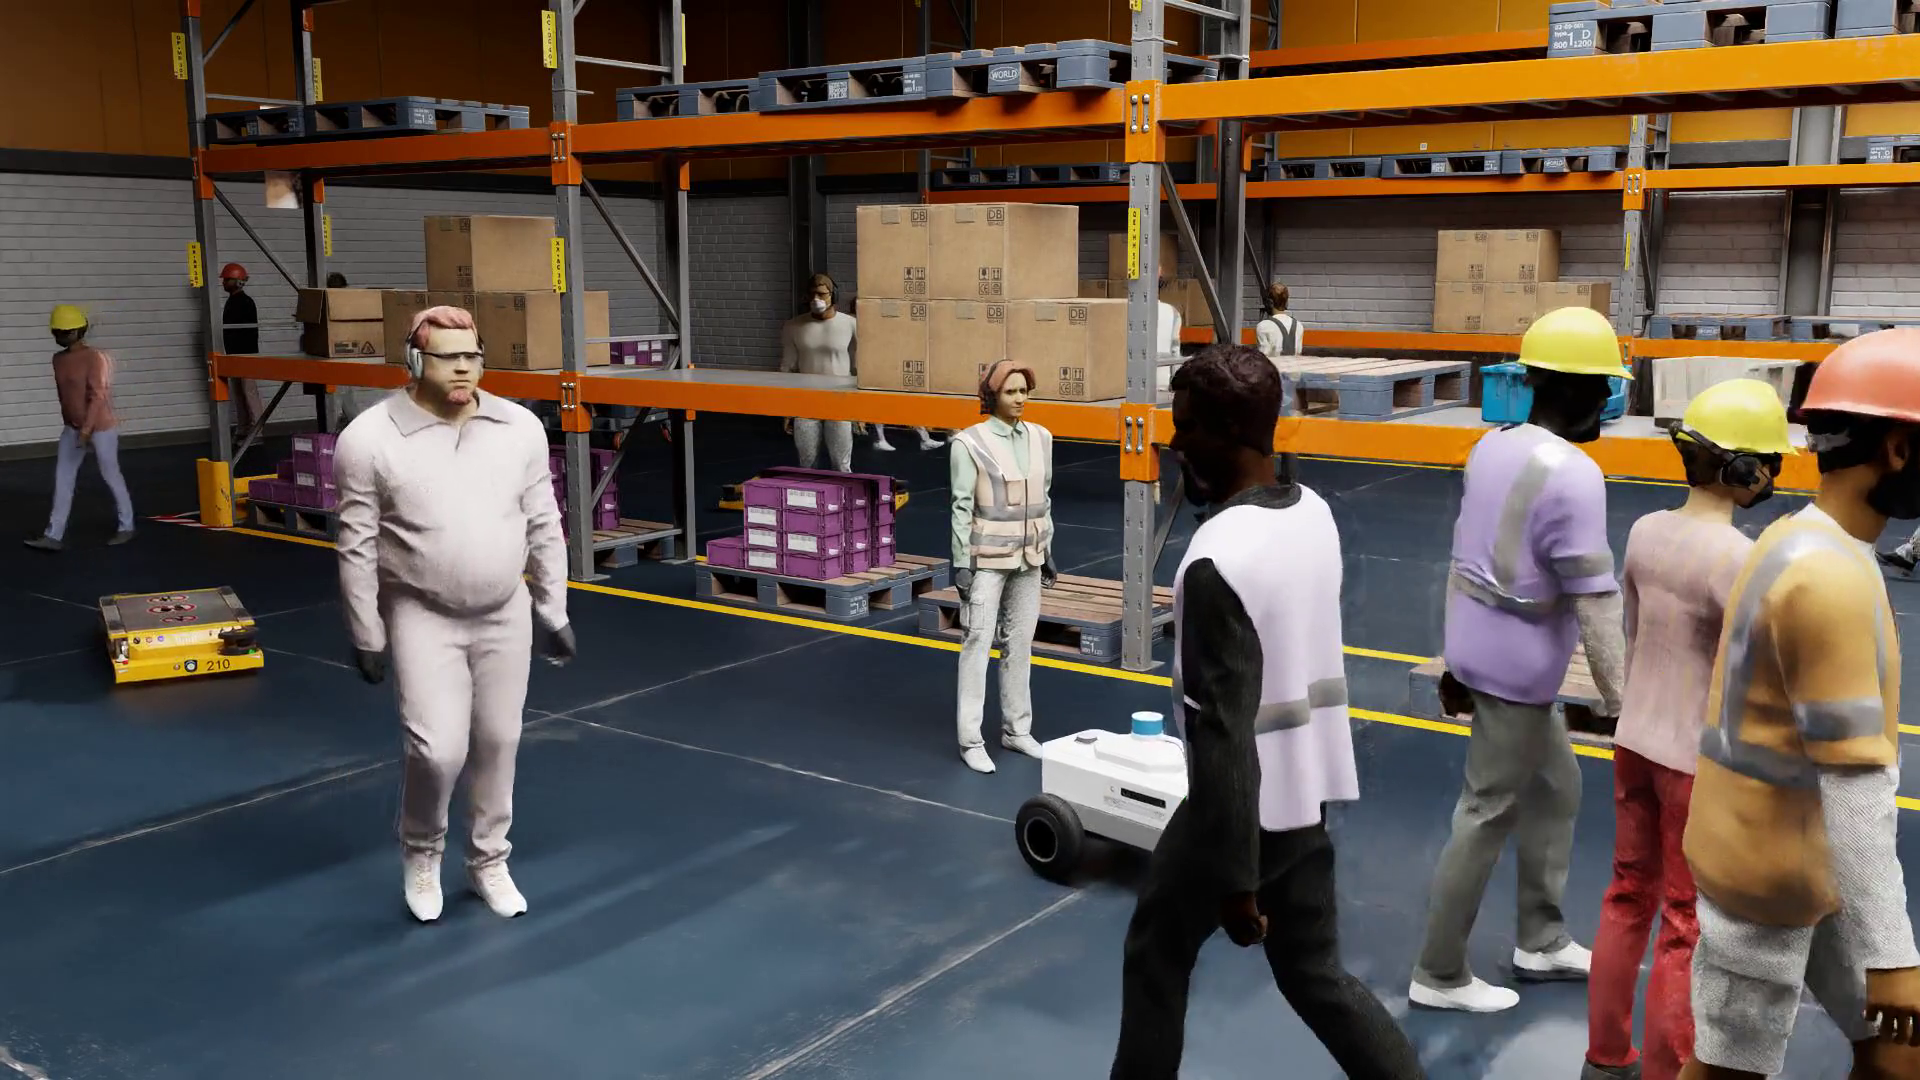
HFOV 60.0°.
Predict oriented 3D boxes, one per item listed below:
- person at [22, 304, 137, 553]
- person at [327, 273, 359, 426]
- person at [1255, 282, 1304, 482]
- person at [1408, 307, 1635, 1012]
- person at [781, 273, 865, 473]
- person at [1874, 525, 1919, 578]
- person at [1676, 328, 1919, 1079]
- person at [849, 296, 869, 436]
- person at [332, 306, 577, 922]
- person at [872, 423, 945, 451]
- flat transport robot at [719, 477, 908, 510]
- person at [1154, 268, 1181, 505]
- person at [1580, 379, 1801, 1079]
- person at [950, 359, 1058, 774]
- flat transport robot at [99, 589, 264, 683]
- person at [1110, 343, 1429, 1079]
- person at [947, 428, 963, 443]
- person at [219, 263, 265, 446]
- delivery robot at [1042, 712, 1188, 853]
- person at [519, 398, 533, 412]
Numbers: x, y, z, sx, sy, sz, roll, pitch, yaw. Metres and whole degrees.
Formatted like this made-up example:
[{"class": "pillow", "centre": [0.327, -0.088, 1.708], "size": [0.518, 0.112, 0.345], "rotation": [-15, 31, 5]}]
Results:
[{"class": "person", "centre": [-6.123, -0.768, 11.564], "size": [0.535, 1.717, 0.835], "rotation": [3, 10, 20]}, {"class": "person", "centre": [-6.662, -1.940, 18.044], "size": [0.641, 1.882, 1.021], "rotation": [5, 11, 25]}, {"class": "person", "centre": [2.653, -1.235, 13.974], "size": [0.514, 1.843, 0.327], "rotation": [-7, 12, -34]}, {"class": "person", "centre": [1.578, 0.341, 4.428], "size": [0.790, 1.896, 0.602], "rotation": [0, 10, -1]}, {"class": "person", "centre": [-0.953, -0.906, 11.738], "size": [0.629, 1.939, 0.371], "rotation": [1, 10, 8]}, {"class": "person", "centre": [6.123, -0.569, 10.173], "size": [0.951, 1.778, 0.593], "rotation": [9, 13, 41]}, {"class": "person", "centre": [1.544, 0.597, 2.883], "size": [0.762, 1.898, 0.587], "rotation": [6, 11, 32]}, {"class": "person", "centre": [-1.118, -2.000, 19.181], "size": [0.616, 1.613, 0.554], "rotation": [8, 13, 41]}, {"class": "person", "centre": [-1.502, 0.247, 5.033], "size": [0.653, 1.892, 0.436], "rotation": [-8, 12, -38]}, {"class": "person", "centre": [-0.583, -1.829, 17.561], "size": [0.916, 1.827, 0.536], "rotation": [7, 12, 34]}, {"class": "flat transport robot", "centre": [-1.183, -0.377, 13.545], "size": [1.431, 0.197, 0.652], "rotation": [2, 10, 9]}, {"class": "person", "centre": [1.508, -1.306, 13.887], "size": [0.607, 2.024, 0.610], "rotation": [-8, 13, -41]}, {"class": "person", "centre": [1.702, 0.513, 3.830], "size": [0.334, 1.763, 0.521], "rotation": [-2, 10, -10]}, {"class": "person", "centre": [0.175, 0.098, 6.652], "size": [0.525, 1.639, 0.307], "rotation": [-8, 12, -39]}, {"class": "flat transport robot", "centre": [-4.036, 0.459, 8.567], "size": [0.652, 0.197, 1.431], "rotation": [-5, 11, -29]}, {"class": "person", "centre": [0.645, 0.537, 3.385], "size": [0.965, 1.872, 0.570], "rotation": [7, 12, 36]}, {"class": "person", "centre": [0.002, -1.984, 18.410], "size": [0.400, 1.855, 0.525], "rotation": [5, 11, 28]}, {"class": "person", "centre": [-7.892, -2.025, 18.230], "size": [0.613, 1.997, 0.374], "rotation": [9, 13, 42]}, {"class": "delivery robot", "centre": [0.606, 0.802, 5.400], "size": [0.477, 0.478, 0.707], "rotation": [-9, 13, -44]}, {"class": "person", "centre": [-5.134, -2.283, 20.122], "size": [0.709, 1.887, 0.652], "rotation": [-3, 10, -16]}]
